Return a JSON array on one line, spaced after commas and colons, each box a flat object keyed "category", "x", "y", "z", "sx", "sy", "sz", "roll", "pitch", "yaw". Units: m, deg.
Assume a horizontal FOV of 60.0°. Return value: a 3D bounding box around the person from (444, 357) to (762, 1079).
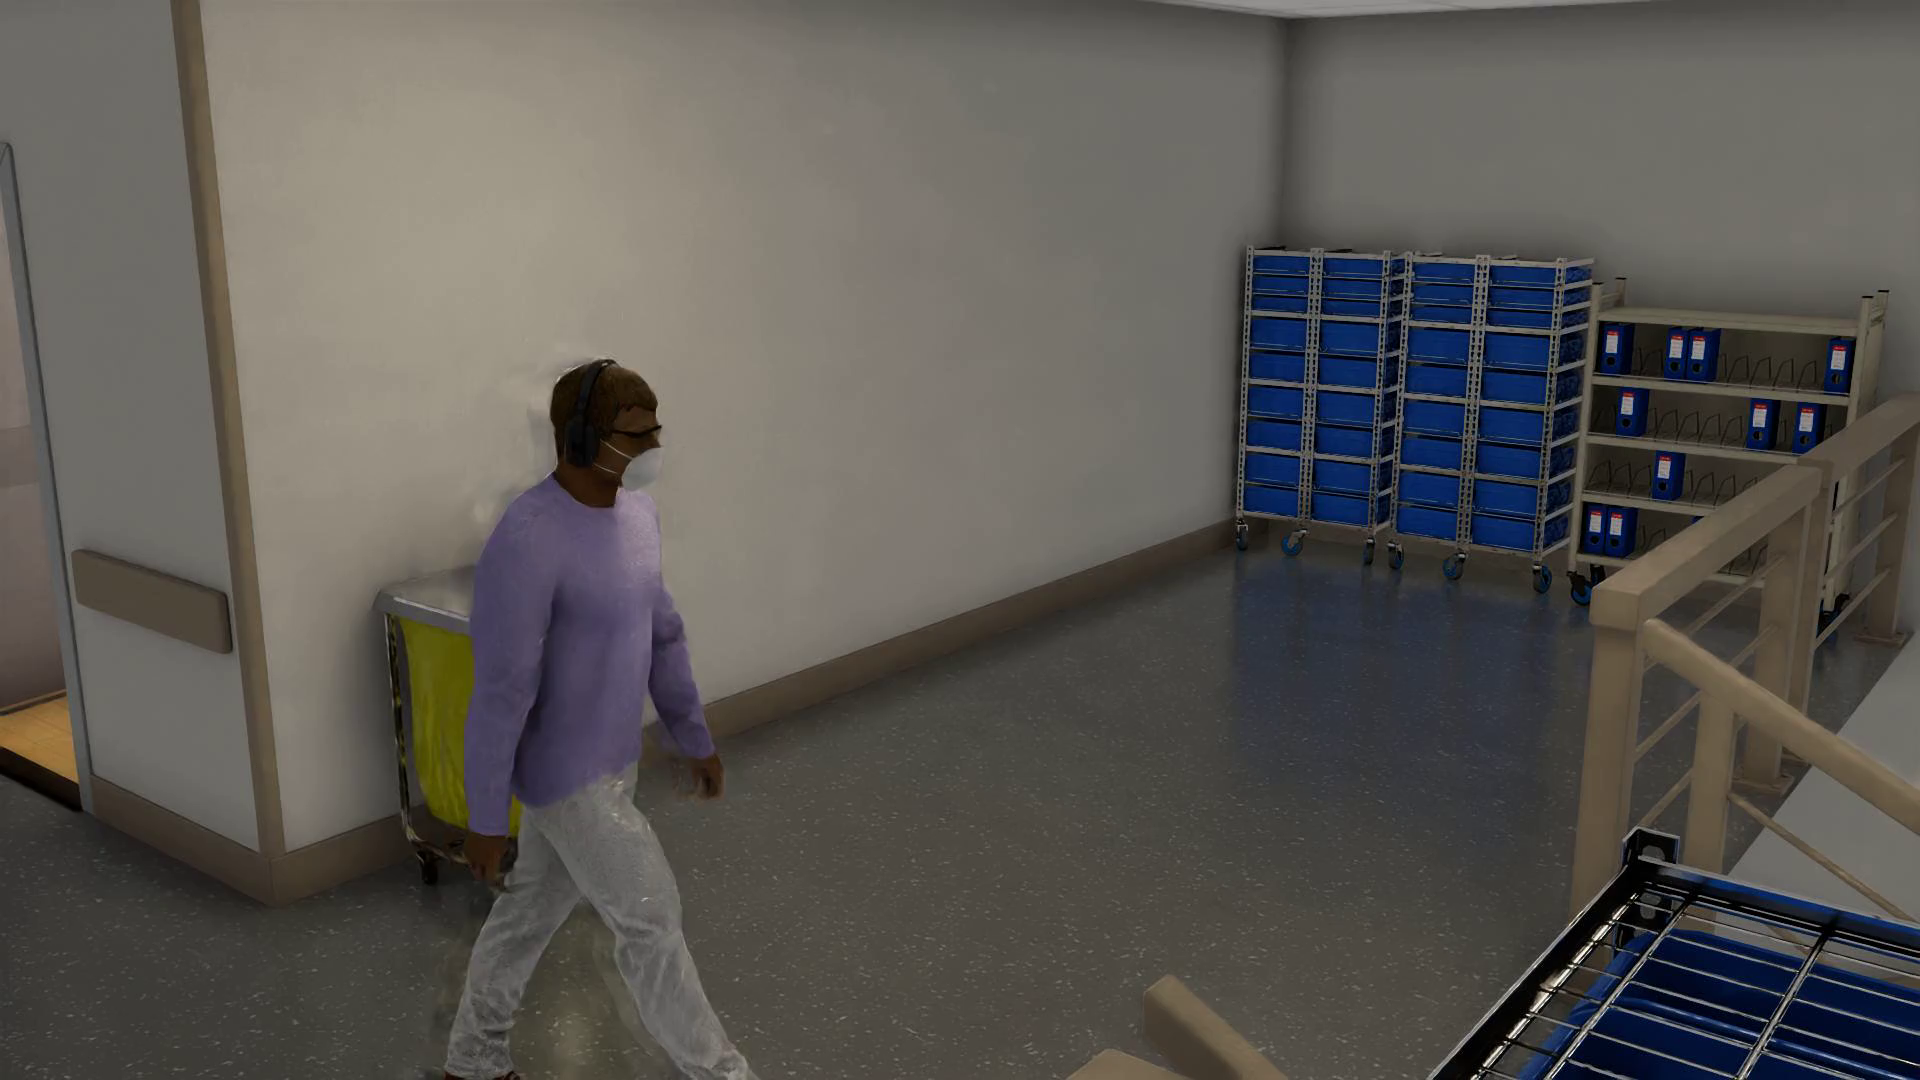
[{"category": "person", "x": -0.783, "y": 0.524, "z": 3.780, "sx": 1.091, "sy": 1.870, "sz": 0.643, "roll": 2, "pitch": 14, "yaw": 10}]
